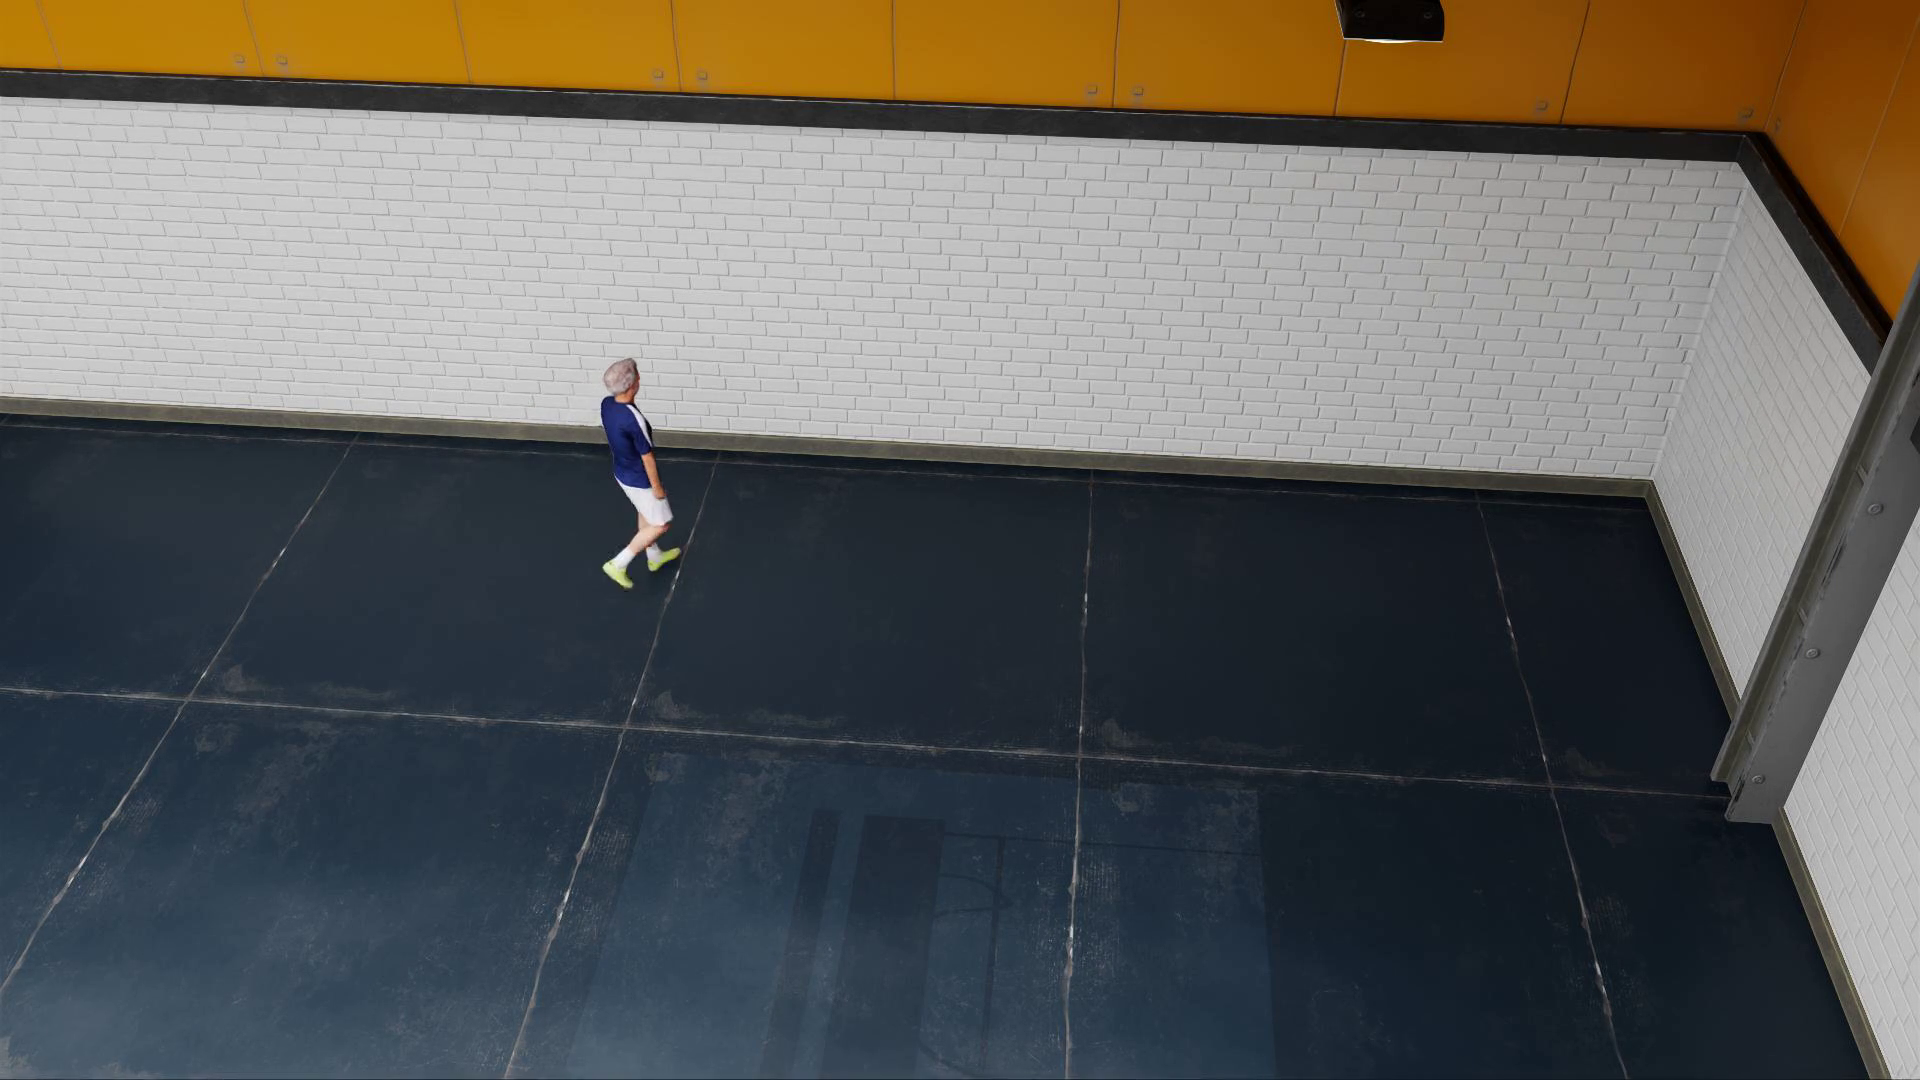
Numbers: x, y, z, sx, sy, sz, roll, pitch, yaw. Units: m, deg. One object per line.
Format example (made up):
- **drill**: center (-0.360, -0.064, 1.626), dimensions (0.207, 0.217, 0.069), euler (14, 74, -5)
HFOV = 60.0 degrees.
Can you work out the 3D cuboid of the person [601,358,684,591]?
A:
- **person**: center (-2.299, -0.424, 11.607), dimensions (1.042, 1.825, 0.981), euler (-28, 46, -30)
